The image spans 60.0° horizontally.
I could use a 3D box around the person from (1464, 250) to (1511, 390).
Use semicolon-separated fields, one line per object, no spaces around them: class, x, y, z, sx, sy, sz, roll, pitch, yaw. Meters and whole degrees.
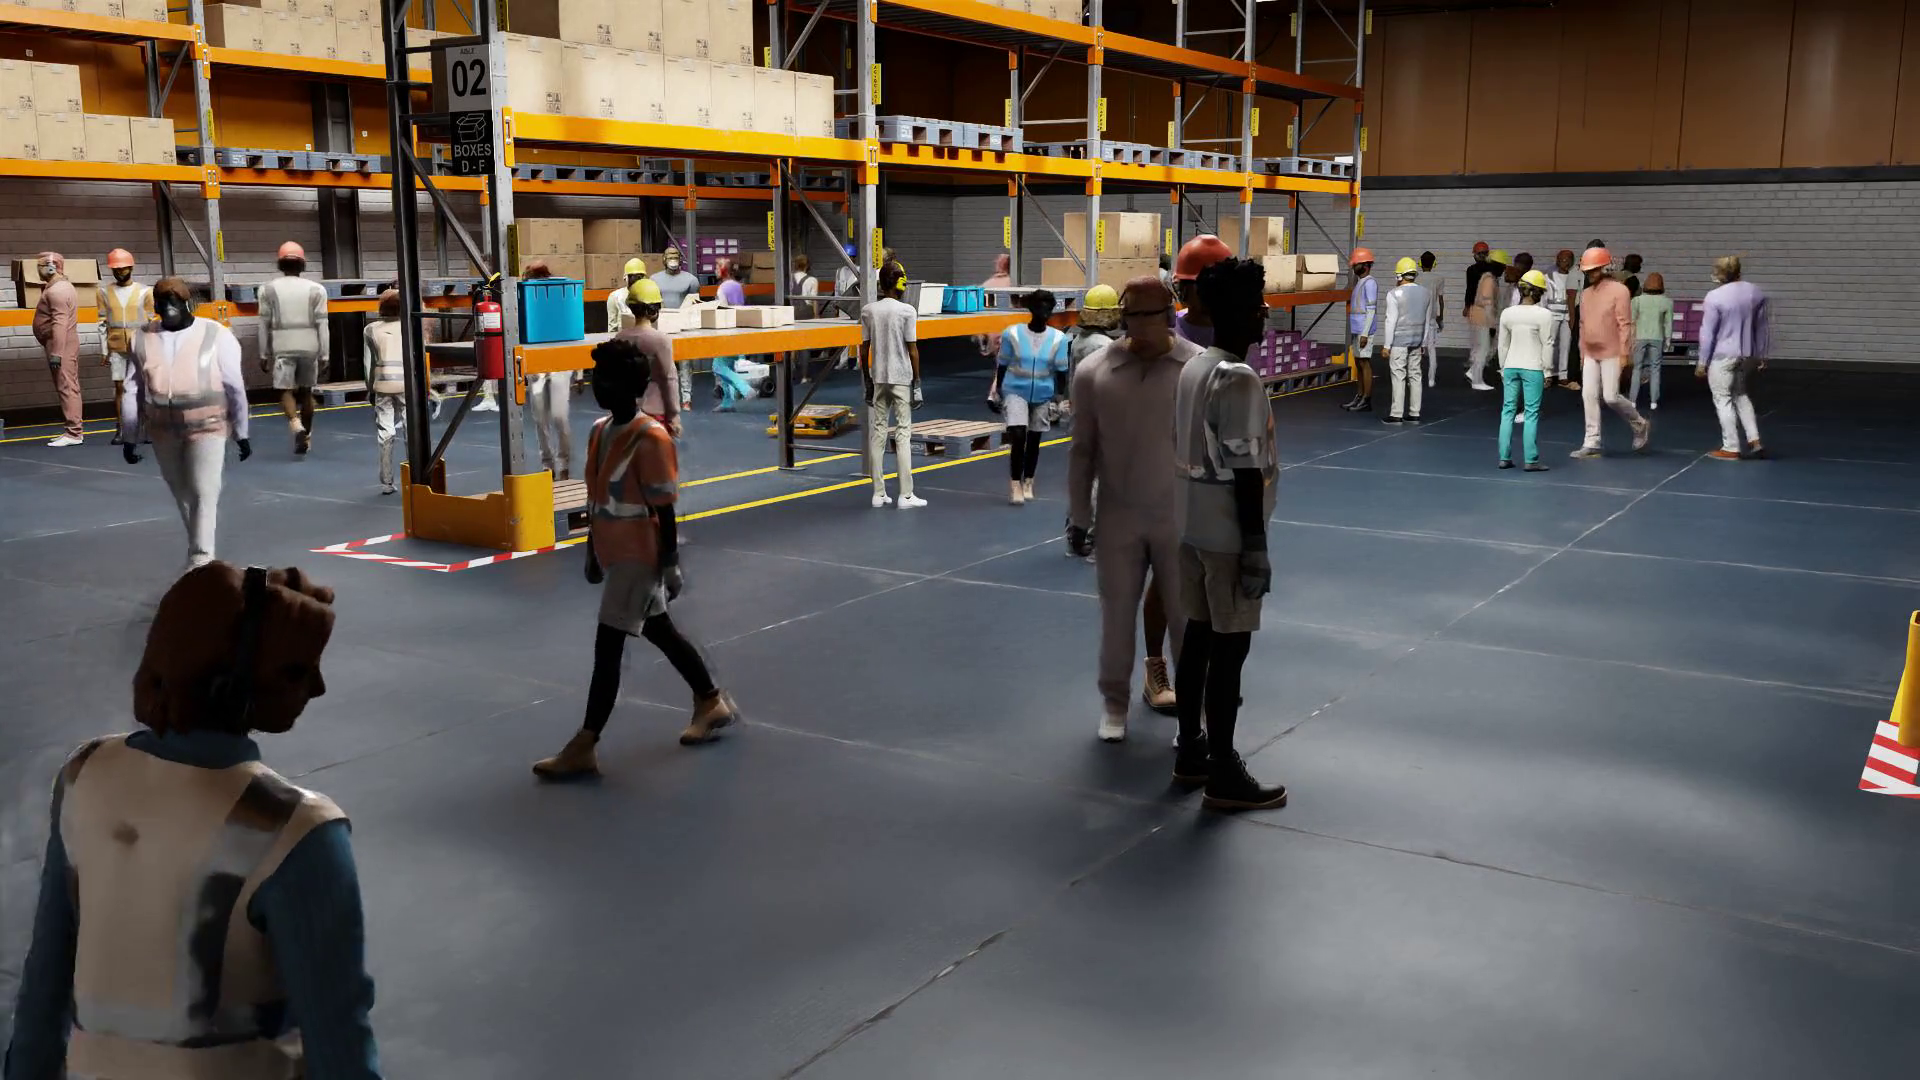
person;7.138;-2.951;22.395;0.473;1.886;0.629;4;11;19

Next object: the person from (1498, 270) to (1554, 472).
person;4.978;-1.481;14.624;0.328;1.760;0.524;-8;13;-38

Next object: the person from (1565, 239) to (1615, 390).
person;8.541;-3.034;22.441;0.688;2.000;0.537;-2;10;-11

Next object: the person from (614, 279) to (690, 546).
person;-2.052;-0.828;10.973;0.525;1.772;0.304;6;12;31

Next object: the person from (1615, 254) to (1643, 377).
person;9.729;-3.273;24.365;0.441;1.820;0.713;0;10;1

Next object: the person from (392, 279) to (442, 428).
person;-5.952;-2.034;18.065;0.521;1.622;0.581;4;11;20

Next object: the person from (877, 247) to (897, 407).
person;-0.891;-2.575;20.185;0.372;1.940;0.630;-6;12;-31

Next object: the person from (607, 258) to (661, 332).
person;-3.322;-1.969;17.109;0.592;1.836;0.404;-7;12;-33

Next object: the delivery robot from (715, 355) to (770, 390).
delivery robot;-2.791;-2.133;21.310;0.477;0.478;0.707;10;14;44

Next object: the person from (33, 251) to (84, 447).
person;-8.892;-1.878;16.400;0.410;1.913;0.642;-4;11;-22

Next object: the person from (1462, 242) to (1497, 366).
person;8.311;-3.769;26.643;0.621;1.992;0.397;-5;11;-25

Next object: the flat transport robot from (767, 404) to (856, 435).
flat transport robot;-1.563;-1.284;17.647;0.652;0.197;1.431;1;10;8

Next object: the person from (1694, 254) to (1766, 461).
person;7.085;-1.661;15.258;0.735;1.897;0.427;-4;11;-21

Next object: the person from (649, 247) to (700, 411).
person;-3.393;-2.492;19.723;0.630;1.940;0.372;0;10;1

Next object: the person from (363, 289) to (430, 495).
person;-4.473;-1.170;13.235;0.518;1.636;0.312;1;10;6

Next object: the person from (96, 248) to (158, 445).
person;-8.228;-1.906;16.479;0.548;1.937;0.379;-3;11;-15

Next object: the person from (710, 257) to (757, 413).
person;-2.671;-2.383;19.421;0.534;1.830;0.574;3;11;14

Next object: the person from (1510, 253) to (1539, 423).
person;6.314;-2.249;18.571;0.358;1.878;0.788;4;11;19

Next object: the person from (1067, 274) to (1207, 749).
person;0.757;-0.110;6.663;0.651;1.895;0.396;2;10;12

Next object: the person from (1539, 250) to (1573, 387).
person;8.278;-3.041;22.929;0.614;1.877;0.479;-2;10;-9

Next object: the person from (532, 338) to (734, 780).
person;-1.252;0.047;6.430;0.882;1.655;0.538;-7;12;-35

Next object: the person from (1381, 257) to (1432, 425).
person;4.868;-2.171;18.234;0.593;1.832;0.403;-5;11;-25

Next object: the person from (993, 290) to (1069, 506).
person;0.550;-1.082;12.694;0.551;1.641;0.724;-2;10;-9

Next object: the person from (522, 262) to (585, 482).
person;-3.404;-1.346;13.639;0.592;1.845;0.704;0;10;-3

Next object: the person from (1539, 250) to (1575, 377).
person;8.952;-3.374;24.826;0.727;1.864;0.702;-9;14;-42

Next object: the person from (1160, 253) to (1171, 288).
person;3.310;-3.577;26.061;0.624;1.821;0.647;1;10;4

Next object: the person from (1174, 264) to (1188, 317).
person;1.378;-0.741;10.023;0.550;1.935;0.375;-2;10;-13

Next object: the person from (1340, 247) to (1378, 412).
person;4.745;-2.486;19.686;0.355;1.940;0.542;0;10;0

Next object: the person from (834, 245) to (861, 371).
person;-1.692;-3.606;25.868;0.602;1.949;0.387;5;11;25

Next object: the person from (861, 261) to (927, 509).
person;-0.506;-1.165;12.579;0.514;1.865;0.329;5;12;28

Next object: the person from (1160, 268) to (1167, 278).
person;2.986;-3.634;26.082;0.594;1.924;0.382;4;11;20

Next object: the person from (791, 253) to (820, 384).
person;-2.231;-3.109;23.431;0.543;1.835;0.441;3;11;18

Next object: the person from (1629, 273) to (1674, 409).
person;8.275;-2.378;19.957;0.507;1.630;0.283;3;11;18

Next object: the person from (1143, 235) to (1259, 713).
person;1.032;-0.274;7.143;0.615;2.041;0.385;-5;11;-25

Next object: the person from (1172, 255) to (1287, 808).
person;0.958;-0.026;5.981;0.363;1.966;0.606;-3;11;-14

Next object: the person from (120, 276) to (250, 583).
person;-4.475;-0.585;9.507;0.660;1.807;0.873;0;10;-2

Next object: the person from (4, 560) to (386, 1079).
person;-1.017;0.829;2.237;0.538;1.603;0.427;6;12;28

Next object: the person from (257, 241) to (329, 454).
person;-6.188;-1.767;15.497;0.632;2.015;0.757;-5;12;-27

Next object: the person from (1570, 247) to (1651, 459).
person;6.036;-1.723;15.415;0.724;1.960;0.664;-4;11;-21

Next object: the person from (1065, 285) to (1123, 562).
person;0.868;-0.736;10.531;0.323;1.743;0.489;-5;11;-25

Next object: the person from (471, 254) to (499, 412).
person;-5.533;-2.414;19.516;0.641;1.852;0.554;-10;14;-43

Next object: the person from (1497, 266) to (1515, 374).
person;8.341;-3.332;25.223;0.266;1.631;0.507;2;10;10

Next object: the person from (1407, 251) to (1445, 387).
person;6.422;-3.051;23.011;0.538;1.869;0.313;1;10;6

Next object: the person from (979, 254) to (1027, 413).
person;0.520;-2.445;19.671;0.640;1.867;0.950;7;12;34
